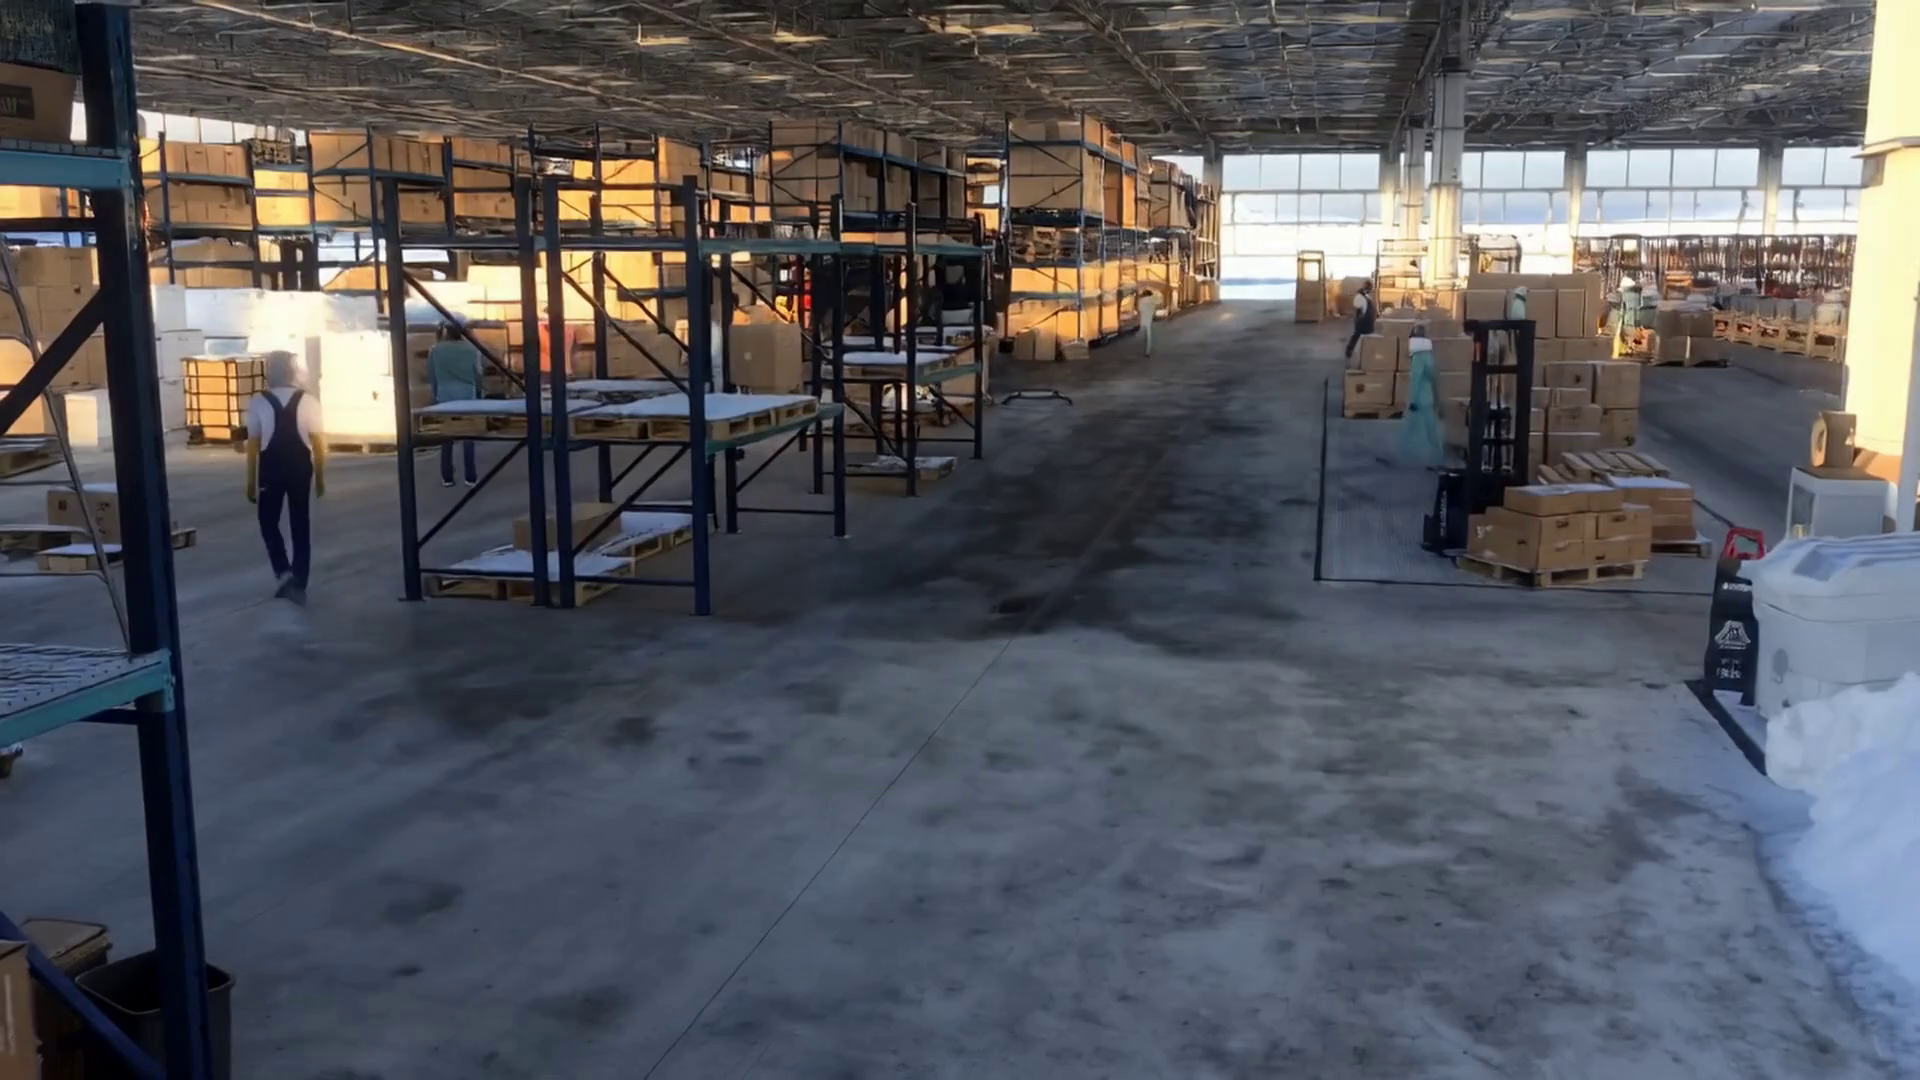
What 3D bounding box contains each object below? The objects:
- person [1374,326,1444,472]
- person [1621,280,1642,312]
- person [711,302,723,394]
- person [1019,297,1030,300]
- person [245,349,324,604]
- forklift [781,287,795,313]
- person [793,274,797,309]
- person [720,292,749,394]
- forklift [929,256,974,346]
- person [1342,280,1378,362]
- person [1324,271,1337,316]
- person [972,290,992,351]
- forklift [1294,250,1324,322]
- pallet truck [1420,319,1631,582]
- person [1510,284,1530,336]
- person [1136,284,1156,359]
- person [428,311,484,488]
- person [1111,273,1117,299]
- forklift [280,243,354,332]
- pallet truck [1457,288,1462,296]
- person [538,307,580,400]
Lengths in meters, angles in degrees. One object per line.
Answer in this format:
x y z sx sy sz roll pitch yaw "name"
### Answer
5.314 -1.643 19.425 0.509 1.695 0.881 -8 13 -41 "person"
21.438 -7.394 53.156 0.615 1.799 0.820 2 10 14 "person"
-3.102 -2.019 20.949 0.635 1.936 0.354 6 11 33 "person"
2.169 -7.465 53.909 0.541 1.695 0.315 -5 11 -27 "person"
-4.849 -0.450 11.962 0.548 1.830 0.409 -6 11 -32 "person"
-7.971 -11.099 71.927 1.129 2.768 1.873 2 10 12 "forklift"
-5.306 -7.730 54.657 0.396 1.991 0.765 0 10 2 "person"
-3.587 -2.948 26.415 0.385 1.957 0.606 7 12 36 "person"
-0.146 -6.618 45.397 1.129 2.768 1.873 2 10 12 "forklift"
9.671 -5.257 39.821 1.028 2.000 0.685 7 12 37 "person"
16.165 -10.775 72.797 0.635 1.937 0.352 3 10 16 "person"
0.590 -5.797 44.163 0.552 1.649 0.874 2 10 9 "person"
13.778 -10.002 65.433 1.129 2.768 1.873 2 10 12 "forklift"
4.543 -0.757 13.299 0.823 1.965 1.885 -4 10 -22 "pallet truck"
12.413 -4.671 36.707 0.702 1.913 0.568 4 10 23 "person"
4.588 -5.390 41.152 0.563 1.853 0.452 7 12 36 "person"
-5.436 -1.510 18.010 0.581 1.919 0.398 0 10 -2 "person"
7.897 -12.725 84.780 0.639 1.802 0.964 2 10 14 "person"
-14.325 -5.079 36.282 1.873 2.768 1.129 2 10 12 "forklift"
20.506 -9.785 68.819 0.653 1.274 1.630 2 10 12 "pallet truck"
-5.400 -2.229 22.305 0.624 1.900 0.467 -5 11 -29 "person"
